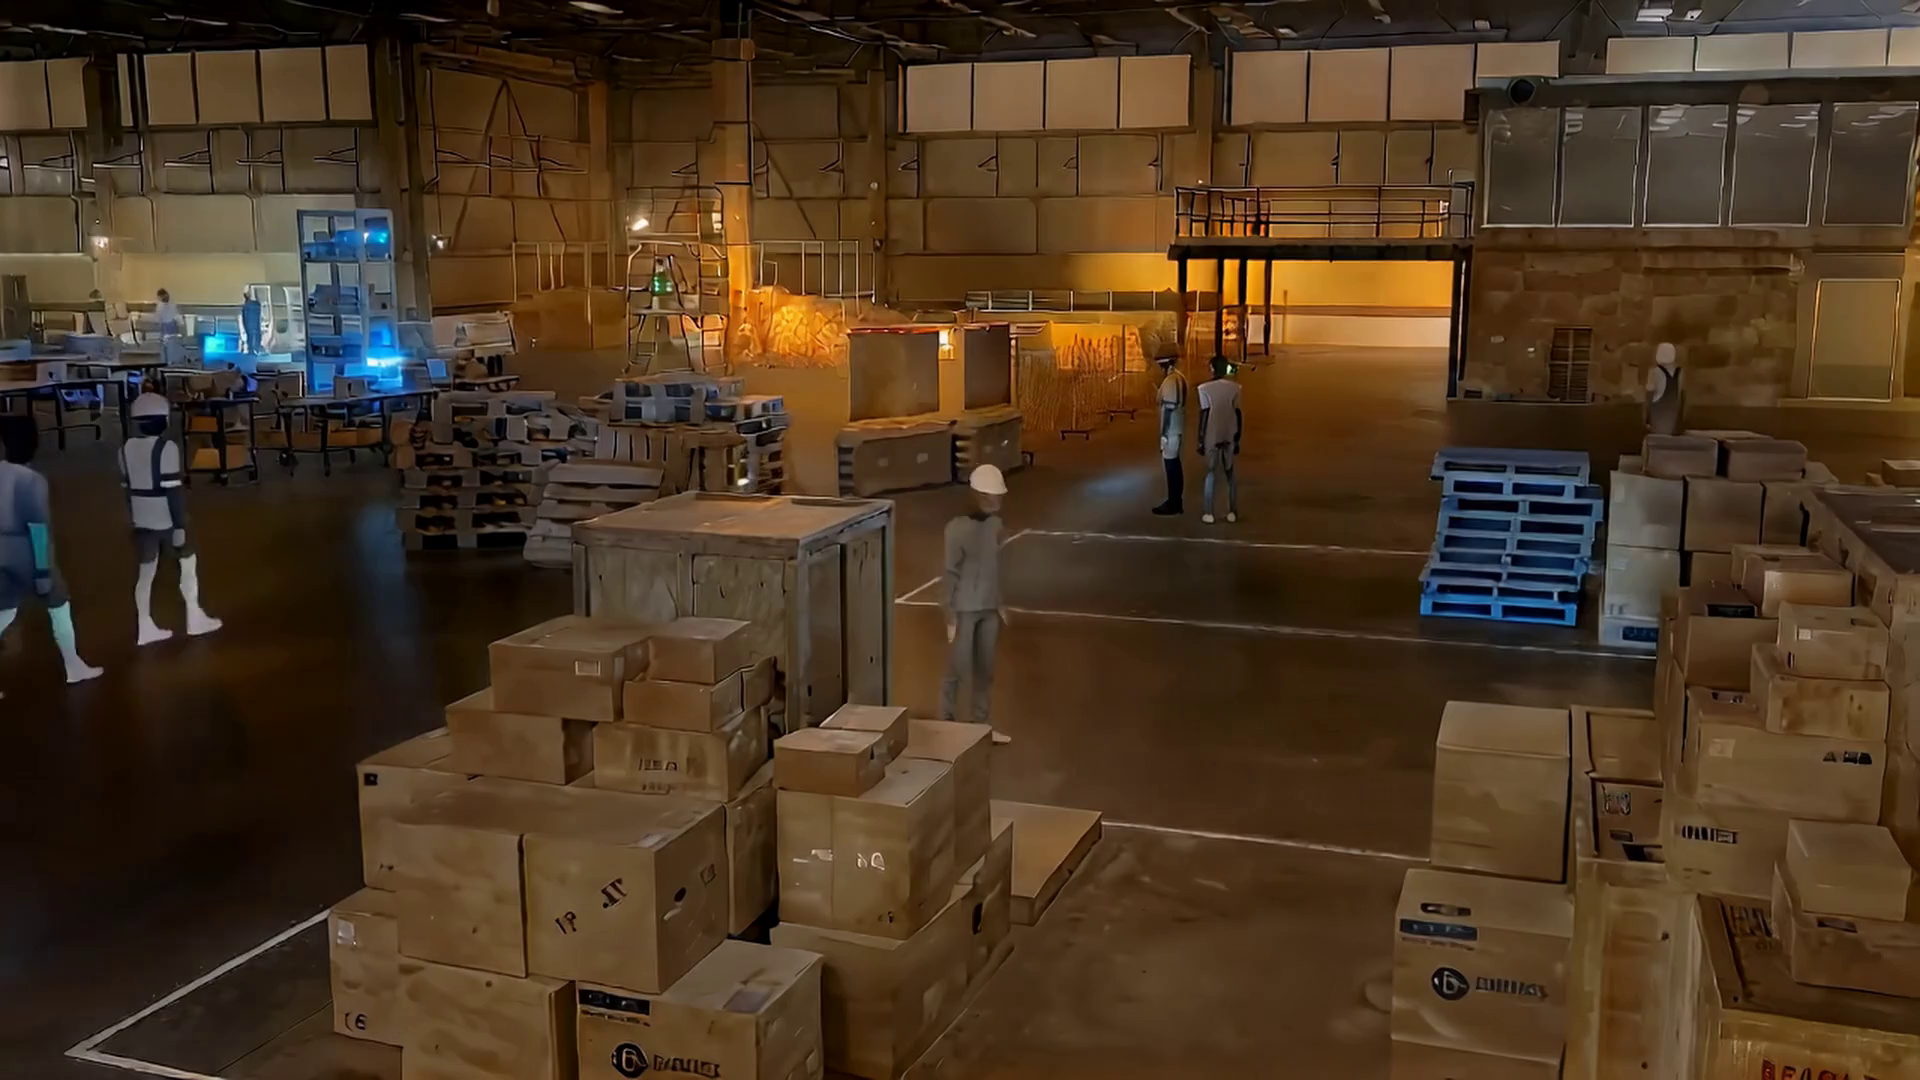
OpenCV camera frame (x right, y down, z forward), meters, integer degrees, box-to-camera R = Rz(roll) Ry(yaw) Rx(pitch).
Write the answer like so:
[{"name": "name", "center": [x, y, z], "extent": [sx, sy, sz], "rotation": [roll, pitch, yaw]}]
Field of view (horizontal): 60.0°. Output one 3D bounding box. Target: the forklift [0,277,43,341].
[{"name": "forklift", "center": [-27.151, -6.329, 46.328], "extent": [1.157, 1.987, 2.680], "rotation": [3, 11, 17]}]

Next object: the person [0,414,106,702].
[{"name": "person", "center": [-6.310, 0.116, 11.131], "extent": [0.623, 1.923, 1.000], "rotation": [4, 11, 22]}]

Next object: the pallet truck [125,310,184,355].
[{"name": "pallet truck", "center": [-22.038, -5.665, 45.457], "extent": [0.704, 1.261, 1.522], "rotation": [3, 11, 17]}]

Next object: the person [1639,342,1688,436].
[{"name": "person", "center": [8.757, -1.539, 20.720], "extent": [0.521, 1.833, 0.430], "rotation": [-2, 10, -9]}]

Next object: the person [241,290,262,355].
[{"name": "person", "center": [-17.937, -5.361, 42.030], "extent": [0.399, 1.902, 0.642], "rotation": [1, 10, 7]}]

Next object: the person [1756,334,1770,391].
[{"name": "person", "center": [15.517, -3.480, 32.147], "extent": [0.286, 1.636, 0.499], "rotation": [-2, 10, -14]}]

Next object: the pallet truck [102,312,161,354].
[{"name": "pallet truck", "center": [-23.057, -5.777, 46.261], "extent": [0.680, 1.201, 1.601], "rotation": [3, 11, 19]}]

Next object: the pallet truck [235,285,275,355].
[{"name": "pallet truck", "center": [-18.327, -5.835, 44.421], "extent": [0.823, 1.965, 1.885], "rotation": [4, 11, 23]}]

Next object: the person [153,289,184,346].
[{"name": "person", "center": [-18.613, -4.902, 39.130], "extent": [0.678, 2.016, 0.520], "rotation": [2, 10, 11]}]

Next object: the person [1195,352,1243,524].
[{"name": "person", "center": [2.831, -1.109, 18.166], "extent": [0.531, 1.871, 0.322], "rotation": [-1, 10, -4]}]

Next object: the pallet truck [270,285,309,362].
[{"name": "pallet truck", "center": [-17.147, -5.700, 43.663], "extent": [0.823, 1.965, 1.885], "rotation": [3, 11, 17]}]

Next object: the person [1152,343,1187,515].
[{"name": "person", "center": [2.360, -1.249, 18.762], "extent": [0.368, 1.939, 0.542], "rotation": [4, 11, 22]}]

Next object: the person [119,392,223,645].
[{"name": "person", "center": [-6.081, -0.180, 12.813], "extent": [0.579, 1.910, 0.769], "rotation": [4, 11, 20]}]

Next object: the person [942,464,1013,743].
[{"name": "person", "center": [0.107, 0.424, 9.899], "extent": [0.364, 1.744, 0.580], "rotation": [8, 13, 38]}]

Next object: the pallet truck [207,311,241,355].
[{"name": "pallet truck", "center": [-19.537, -5.575, 44.913], "extent": [0.653, 1.274, 1.630], "rotation": [3, 11, 19]}]
